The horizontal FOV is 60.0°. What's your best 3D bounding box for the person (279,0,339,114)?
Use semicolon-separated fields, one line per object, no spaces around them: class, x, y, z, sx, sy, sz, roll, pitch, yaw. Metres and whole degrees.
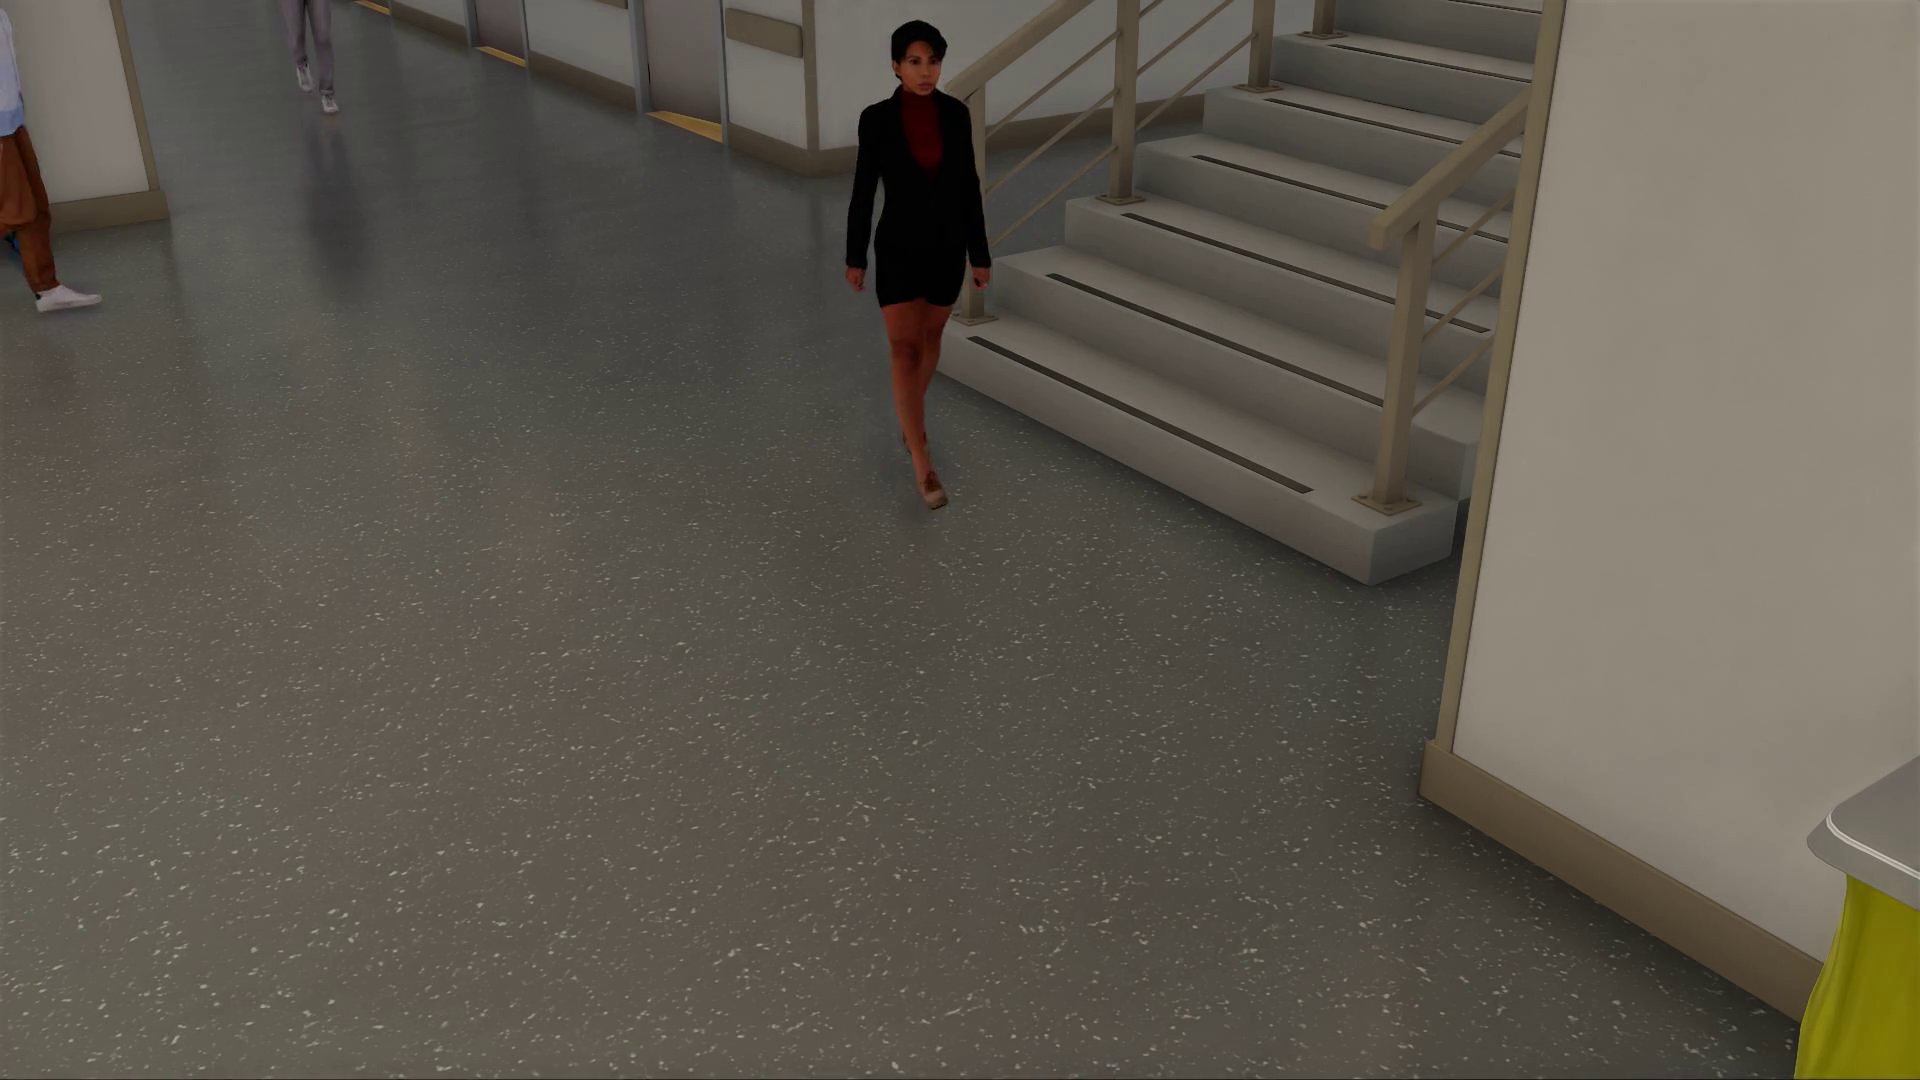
person;-4.702;-4.007;11.860;0.950;1.818;0.844;-12;28;-23

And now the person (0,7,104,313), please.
person;-4.411;-1.862;7.417;1.025;1.813;0.880;-6;26;-13

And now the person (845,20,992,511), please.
person;-0.162;-0.953;5.778;1.033;1.599;0.864;-8;27;-17
